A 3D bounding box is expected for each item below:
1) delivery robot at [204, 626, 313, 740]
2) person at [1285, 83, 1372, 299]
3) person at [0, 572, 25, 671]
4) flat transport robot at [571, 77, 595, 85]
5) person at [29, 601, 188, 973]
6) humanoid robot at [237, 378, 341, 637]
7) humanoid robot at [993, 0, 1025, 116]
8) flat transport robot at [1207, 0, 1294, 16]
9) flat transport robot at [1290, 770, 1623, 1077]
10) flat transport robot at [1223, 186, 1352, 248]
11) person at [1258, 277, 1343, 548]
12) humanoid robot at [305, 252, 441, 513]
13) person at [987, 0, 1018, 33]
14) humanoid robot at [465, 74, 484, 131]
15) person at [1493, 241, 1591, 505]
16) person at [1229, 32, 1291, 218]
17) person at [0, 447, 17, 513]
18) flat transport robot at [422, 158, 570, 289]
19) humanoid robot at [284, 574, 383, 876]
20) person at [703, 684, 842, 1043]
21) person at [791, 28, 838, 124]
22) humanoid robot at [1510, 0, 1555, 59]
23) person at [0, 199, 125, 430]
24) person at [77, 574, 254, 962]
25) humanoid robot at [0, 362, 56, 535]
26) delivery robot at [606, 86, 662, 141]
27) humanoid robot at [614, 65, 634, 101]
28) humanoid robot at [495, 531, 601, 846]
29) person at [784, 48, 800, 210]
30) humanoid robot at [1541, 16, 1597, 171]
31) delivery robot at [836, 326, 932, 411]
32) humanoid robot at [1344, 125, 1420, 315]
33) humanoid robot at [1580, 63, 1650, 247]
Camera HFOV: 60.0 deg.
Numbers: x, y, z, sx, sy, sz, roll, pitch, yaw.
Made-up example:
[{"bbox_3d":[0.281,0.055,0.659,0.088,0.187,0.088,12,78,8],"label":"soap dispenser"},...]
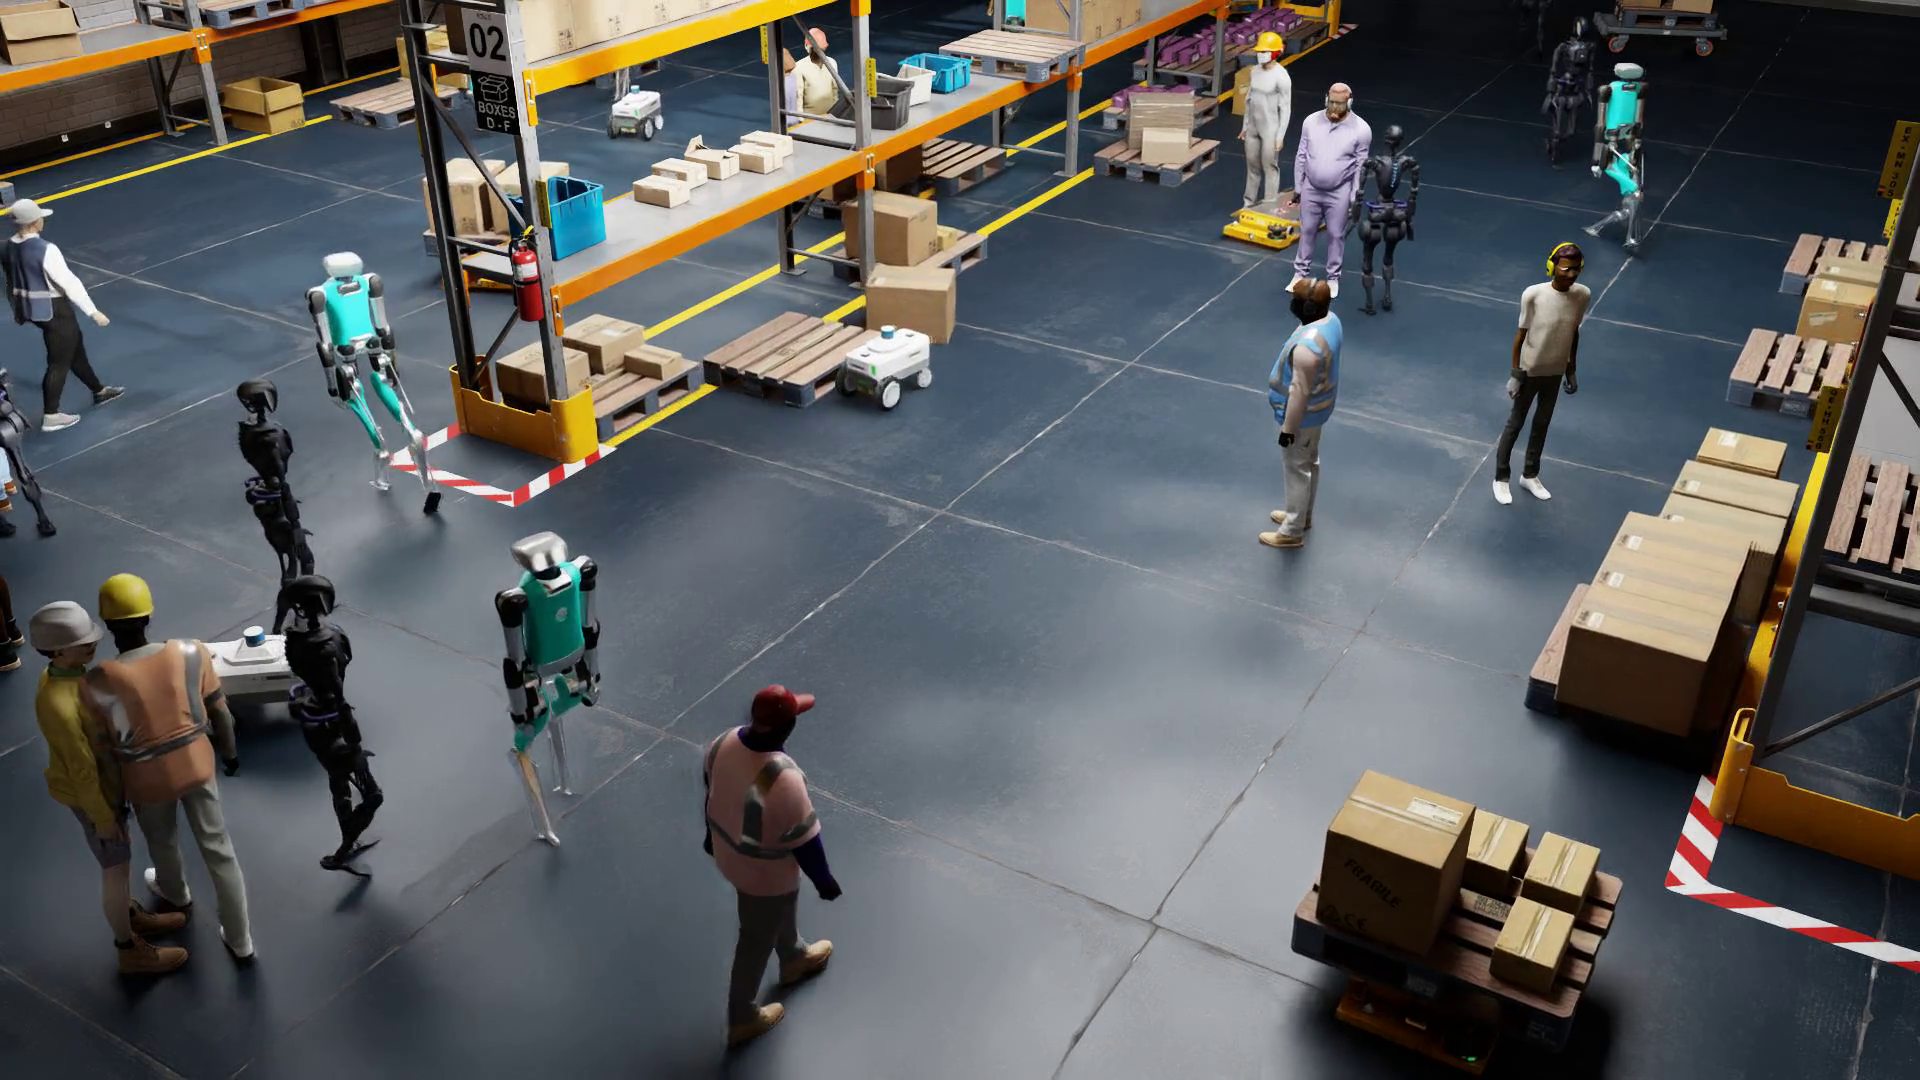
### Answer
[{"bbox_3d":[-3.917,0.770,9.309,0.811,0.613,0.499,-4,30,-8],"label":"delivery robot"},{"bbox_3d":[3.254,-3.096,14.755,0.639,1.910,0.413,14,32,23],"label":"person"},{"bbox_3d":[-5.745,-0.136,9.459,0.367,1.966,0.603,-9,31,-15],"label":"person"},{"bbox_3d":[-5.367,-6.265,22.024,1.431,0.231,0.659,20,35,31],"label":"flat transport robot"},{"bbox_3d":[-3.801,1.097,7.358,0.400,1.887,0.487,-11,31,-19],"label":"person"},{"bbox_3d":[-4.039,-0.178,9.837,0.554,1.647,0.590,-18,34,-29],"label":"humanoid robot"},{"bbox_3d":[0.625,-5.895,19.868,0.539,1.730,0.954,6,30,10],"label":"humanoid robot"},{"bbox_3d":[4.396,-8.209,25.463,1.431,0.231,0.659,-8,31,-14],"label":"flat transport robot"},{"bbox_3d":[2.300,1.836,7.694,0.659,0.231,1.431,17,34,27],"label":"flat transport robot"},{"bbox_3d":[3.322,-3.250,16.691,0.659,0.231,1.431,24,37,36],"label":"flat transport robot"},{"bbox_3d":[2.209,-0.831,10.817,0.429,1.842,0.625,12,32,20],"label":"person"},{"bbox_3d":[-3.880,-1.004,11.244,0.936,1.767,0.540,26,38,38],"label":"humanoid robot"},{"bbox_3d":[0.634,-7.011,21.782,0.539,1.799,0.947,2,30,4],"label":"person"},{"bbox_3d":[-5.590,-5.558,19.288,0.546,1.763,0.913,16,33,27],"label":"humanoid robot"},{"bbox_3d":[3.977,-1.134,11.320,0.517,1.873,0.332,-5,30,-10],"label":"person"},{"bbox_3d":[3.013,-4.071,16.494,0.378,1.896,0.562,-19,35,-30],"label":"person"},{"bbox_3d":[-6.787,-1.102,11.141,0.397,1.989,0.622,-9,31,-15],"label":"person"},{"bbox_3d":[-4.262,-2.715,15.744,0.659,0.231,1.431,5,30,8],"label":"flat transport robot"},{"bbox_3d":[-3.032,0.884,7.955,0.391,1.650,0.584,-20,35,-31],"label":"humanoid robot"},{"bbox_3d":[-0.772,1.337,7.104,0.759,1.719,0.618,-20,35,-31],"label":"person"},{"bbox_3d":[-1.471,-4.414,17.238,0.560,1.752,0.328,-22,36,-34],"label":"person"},{"bbox_3d":[7.872,-7.433,22.716,0.600,1.637,0.787,0,29,0],"label":"humanoid robot"},{"bbox_3d":[-6.786,-1.717,12.510,0.765,1.725,0.801,16,33,26],"label":"person"},{"bbox_3d":[-3.594,1.008,7.526,0.605,1.874,0.907,-24,37,-36],"label":"person"},{"bbox_3d":[-6.380,-0.767,10.866,0.489,1.632,0.600,14,32,24],"label":"humanoid robot"},{"bbox_3d":[-3.797,-5.024,19.533,0.499,0.589,0.790,8,30,13],"label":"delivery robot"},{"bbox_3d":[-4.324,-6.286,20.581,0.533,1.786,0.764,16,33,26],"label":"humanoid robot"},{"bbox_3d":[-2.139,0.694,8.267,0.797,1.801,0.530,23,37,35],"label":"humanoid robot"},{"bbox_3d":[-1.773,-4.183,16.953,0.265,1.631,0.507,3,30,5],"label":"person"},{"bbox_3d":[6.614,-4.909,18.197,0.600,1.638,0.479,-8,31,-15],"label":"humanoid robot"},{"bbox_3d":[-0.564,-1.400,13.112,0.499,0.580,0.756,23,36,34],"label":"delivery robot"},{"bbox_3d":[3.653,-2.766,14.408,0.609,1.656,0.311,-4,30,-7],"label":"humanoid robot"},{"bbox_3d":[6.403,-3.558,15.836,0.530,1.783,1.063,-9,31,-15],"label":"humanoid robot"}]
